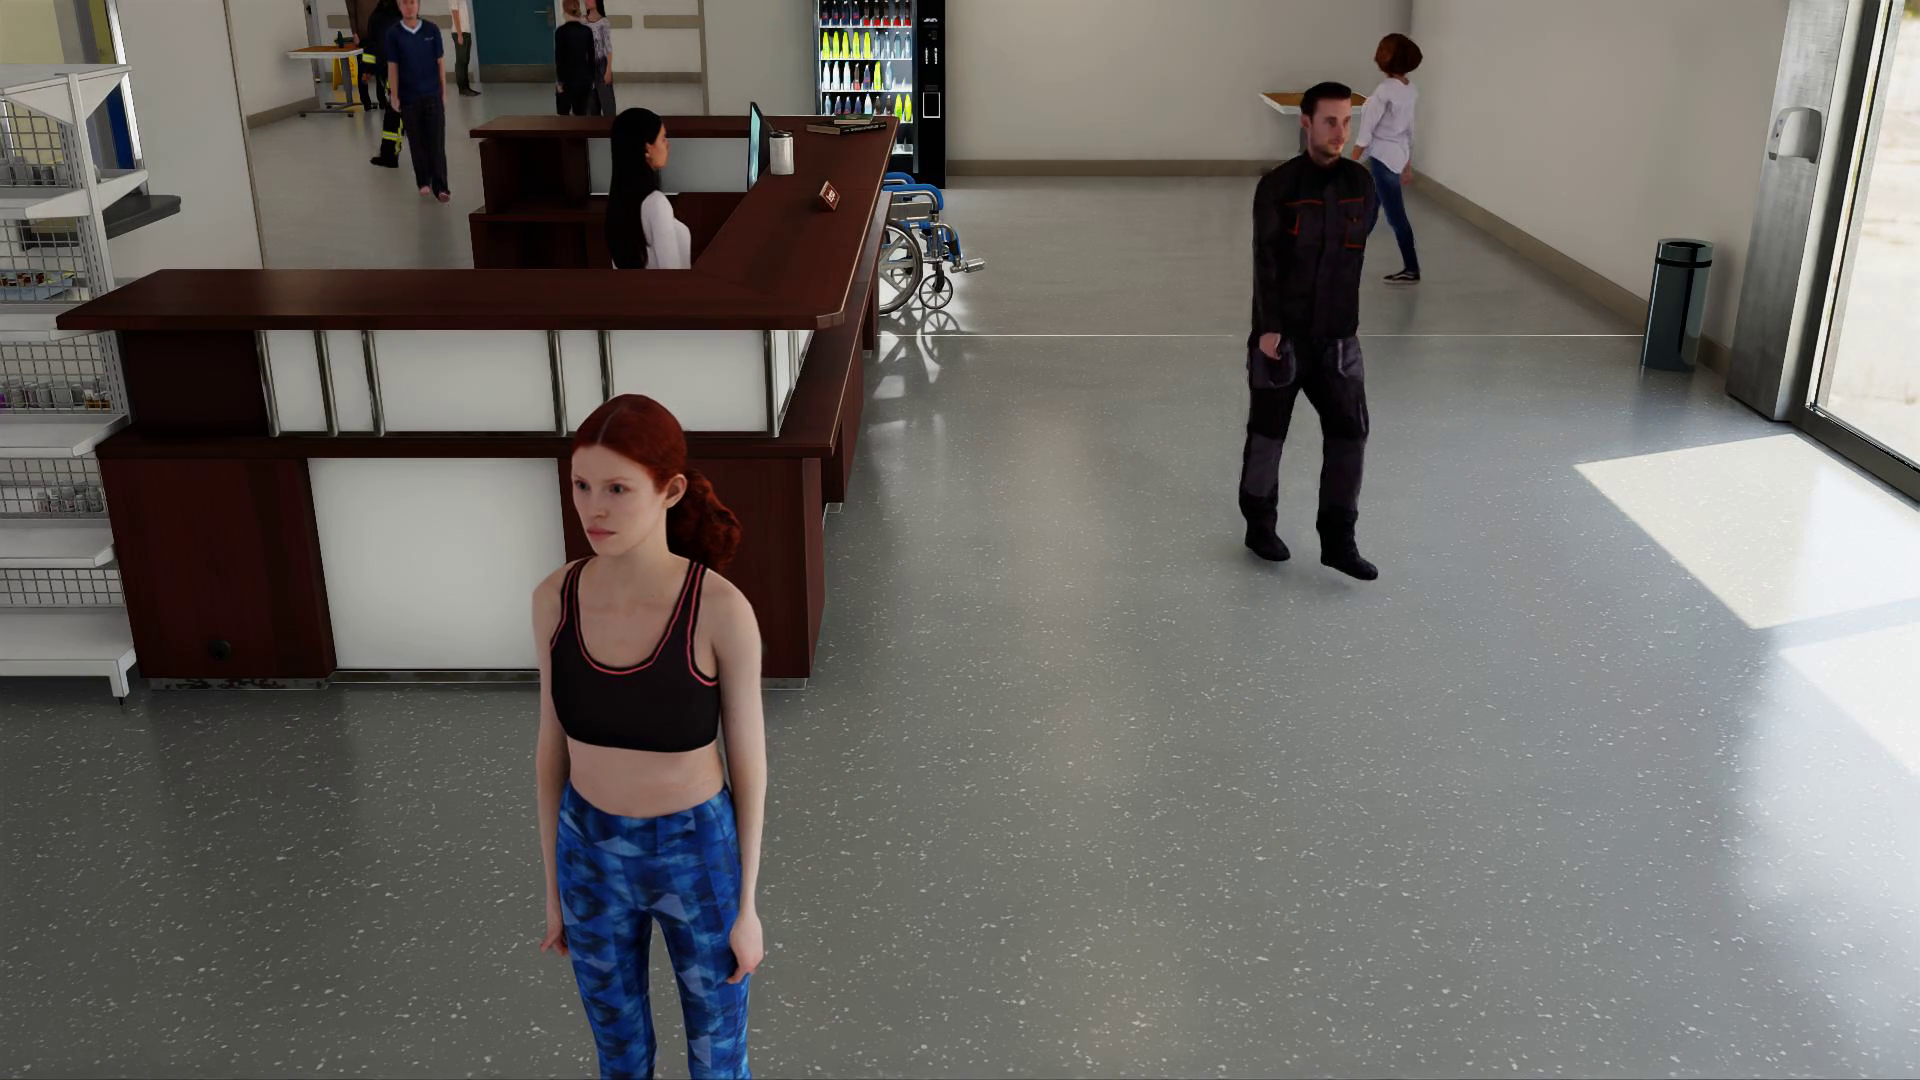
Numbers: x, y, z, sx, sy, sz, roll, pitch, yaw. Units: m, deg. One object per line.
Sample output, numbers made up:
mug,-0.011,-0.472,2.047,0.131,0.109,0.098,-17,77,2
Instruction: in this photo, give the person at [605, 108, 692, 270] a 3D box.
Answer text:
person,-1.191,-0.741,6.418,0.722,1.808,0.689,-15,25,-35

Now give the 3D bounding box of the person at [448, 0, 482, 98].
person,-7.038,-7.117,23.469,0.524,1.655,0.563,1,21,2

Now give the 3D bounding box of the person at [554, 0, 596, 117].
person,-3.811,-4.548,16.663,0.765,1.670,0.826,-19,28,-41

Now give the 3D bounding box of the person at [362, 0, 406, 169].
person,-5.640,-4.753,16.915,1.301,1.876,1.264,13,24,31

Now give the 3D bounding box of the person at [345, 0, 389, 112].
person,-7.768,-6.627,21.845,0.729,1.889,0.800,-18,27,-39

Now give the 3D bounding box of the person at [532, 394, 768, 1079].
person,-0.519,0.618,2.861,0.587,1.785,0.679,5,21,12

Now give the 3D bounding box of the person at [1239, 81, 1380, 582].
person,1.306,-0.812,6.496,0.903,1.885,0.870,-5,21,-12

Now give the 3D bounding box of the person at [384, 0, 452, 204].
person,-4.817,-3.907,14.774,1.237,1.809,1.052,-8,22,-21

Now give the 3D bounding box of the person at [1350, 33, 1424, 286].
person,3.043,-2.594,11.501,1.184,1.674,1.078,16,26,36

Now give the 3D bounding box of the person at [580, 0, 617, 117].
person,-3.883,-5.023,17.829,0.622,1.734,0.735,12,24,28
